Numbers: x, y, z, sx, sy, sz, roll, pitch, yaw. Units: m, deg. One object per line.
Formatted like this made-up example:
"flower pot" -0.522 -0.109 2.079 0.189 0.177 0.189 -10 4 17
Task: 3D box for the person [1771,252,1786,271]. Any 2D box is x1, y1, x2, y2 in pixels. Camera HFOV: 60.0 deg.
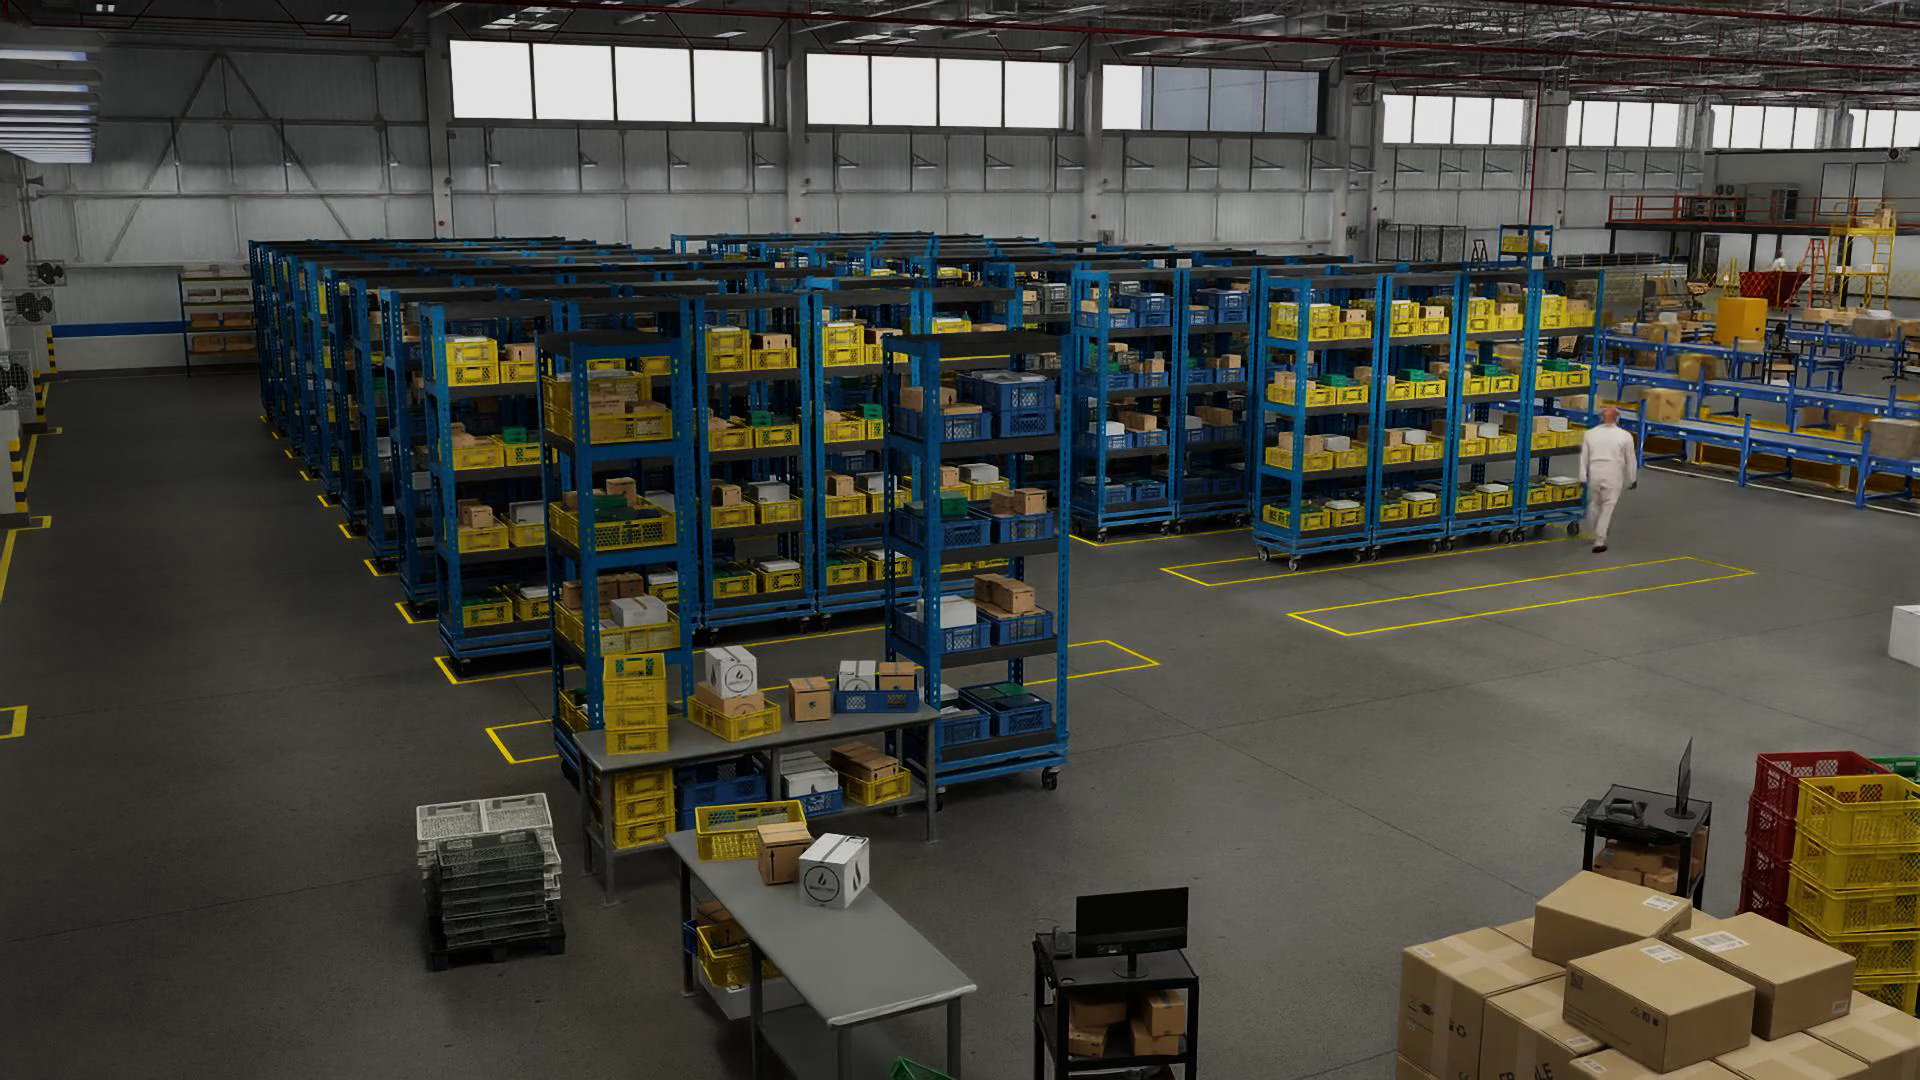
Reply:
"person" 35.532 -11.581 72.171 0.592 1.840 1.006 -5 13 -24

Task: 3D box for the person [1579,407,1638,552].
"person" 8.471 -0.806 21.701 0.665 1.857 0.993 11 16 41

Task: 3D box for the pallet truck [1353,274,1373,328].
"pallet truck" 13.011 -8.050 55.243 0.823 1.965 1.885 -7 14 -28
